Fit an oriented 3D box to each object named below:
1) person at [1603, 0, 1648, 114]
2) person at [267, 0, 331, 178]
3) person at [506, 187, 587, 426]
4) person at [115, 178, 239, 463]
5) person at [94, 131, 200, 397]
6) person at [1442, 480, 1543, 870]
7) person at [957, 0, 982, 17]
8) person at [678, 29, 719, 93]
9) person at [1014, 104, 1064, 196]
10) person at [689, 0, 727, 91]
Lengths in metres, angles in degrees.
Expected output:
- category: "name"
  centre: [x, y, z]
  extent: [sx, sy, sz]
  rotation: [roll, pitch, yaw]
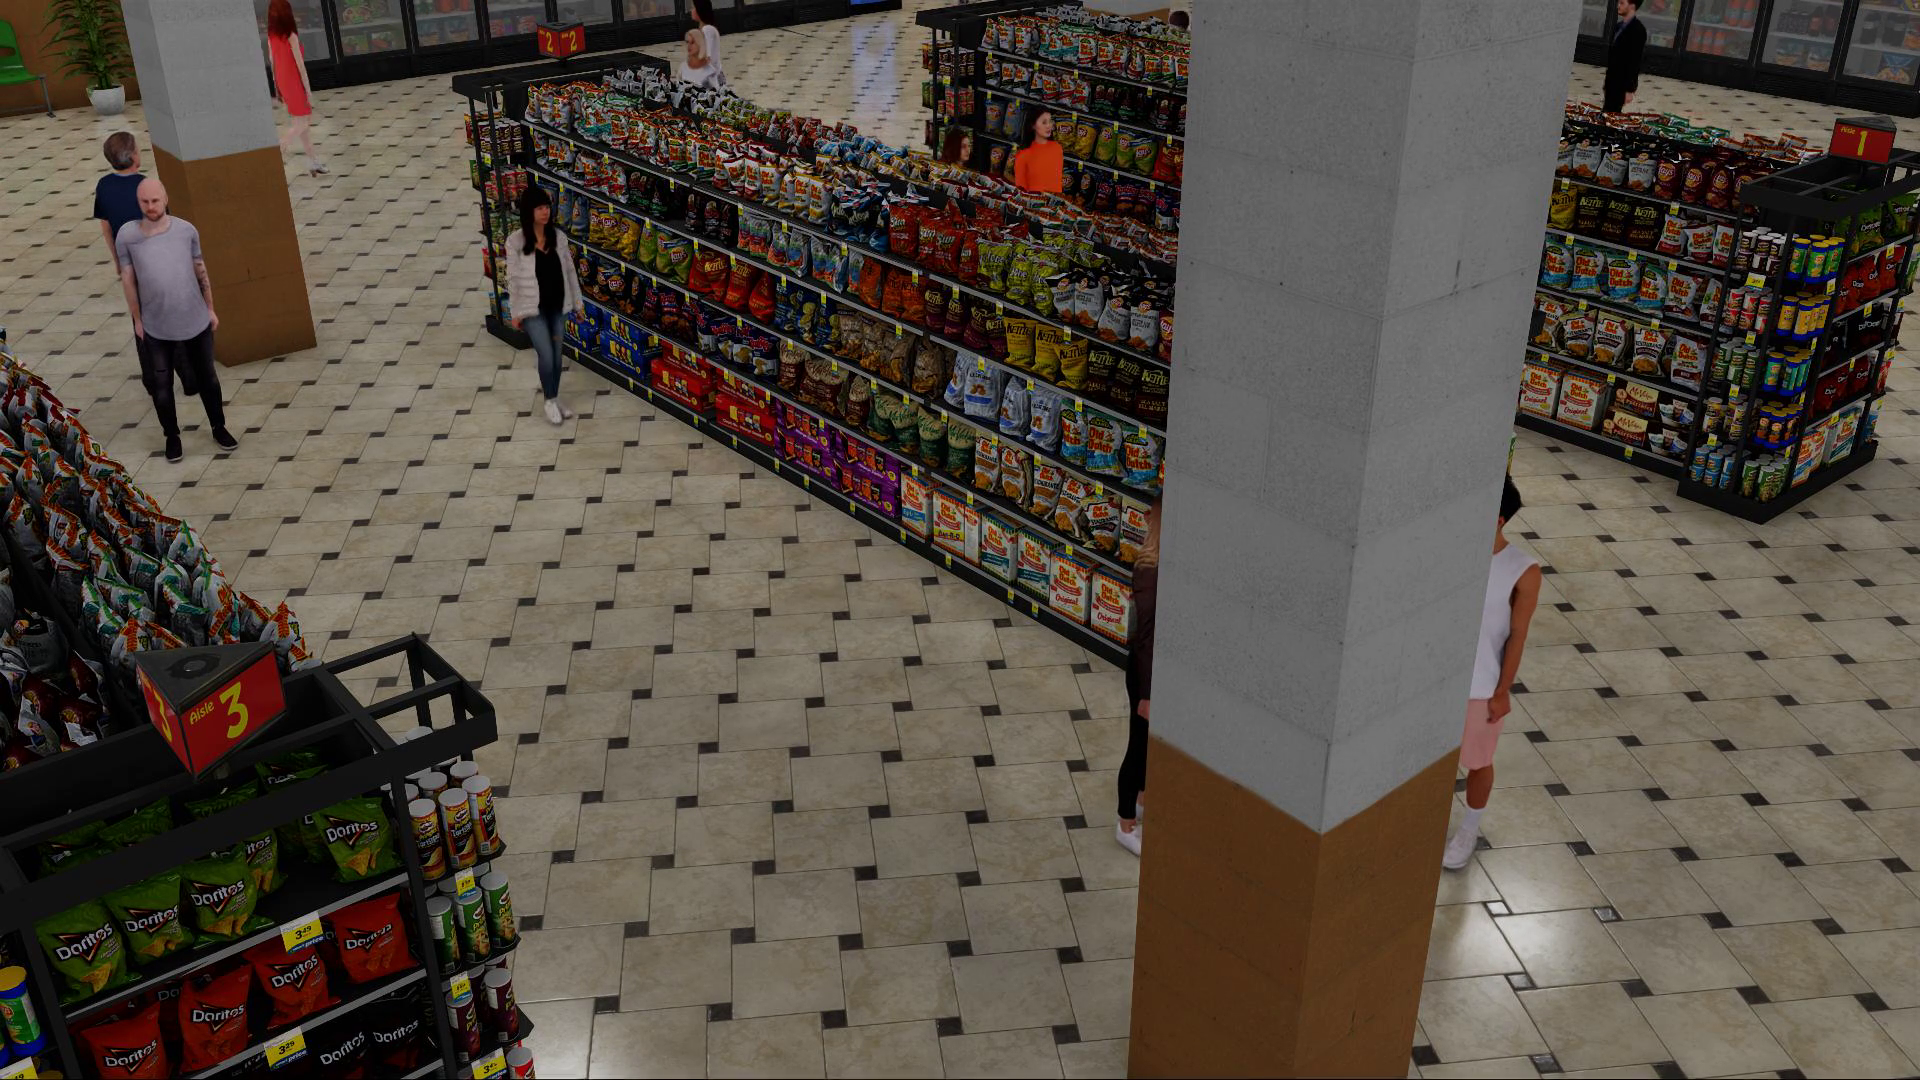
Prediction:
- category: "person"
  centre: [6.874, -4.694, 17.130]
  extent: [1.184, 1.869, 1.186]
  rotation: [-1, 27, -2]
- category: "person"
  centre: [-6.834, -4.514, 16.848]
  extent: [1.069, 1.804, 0.880]
  rotation: [16, 31, 28]
- category: "person"
  centre: [-2.868, -1.606, 11.312]
  extent: [0.630, 1.625, 0.586]
  rotation: [-22, 34, -36]
- category: "person"
  centre: [-5.077, -1.442, 10.752]
  extent: [0.692, 1.838, 0.621]
  rotation: [-16, 31, -29]
- category: "person"
  centre: [-5.692, -1.922, 11.663]
  extent: [0.720, 1.871, 0.784]
  rotation: [3, 27, 5]
- category: "person"
  centre: [2.119, 0.536, 6.910]
  extent: [0.683, 1.785, 0.496]
  rotation: [-20, 33, -34]
- category: "person"
  centre: [0.115, -7.205, 22.138]
  extent: [0.821, 1.820, 0.639]
  rotation: [-5, 27, -9]
- category: "person"
  centre: [-2.457, -4.009, 15.961]
  extent: [1.111, 1.705, 0.893]
  rotation: [14, 30, 25]
- category: "person"
  centre: [0.553, -2.548, 13.042]
  extent: [0.650, 1.739, 0.831]
  rotation: [-18, 32, -31]
- category: "person"
  centre: [-2.643, -4.992, 17.951]
  extent: [0.996, 1.658, 1.060]
  rotation: [-7, 28, -13]
